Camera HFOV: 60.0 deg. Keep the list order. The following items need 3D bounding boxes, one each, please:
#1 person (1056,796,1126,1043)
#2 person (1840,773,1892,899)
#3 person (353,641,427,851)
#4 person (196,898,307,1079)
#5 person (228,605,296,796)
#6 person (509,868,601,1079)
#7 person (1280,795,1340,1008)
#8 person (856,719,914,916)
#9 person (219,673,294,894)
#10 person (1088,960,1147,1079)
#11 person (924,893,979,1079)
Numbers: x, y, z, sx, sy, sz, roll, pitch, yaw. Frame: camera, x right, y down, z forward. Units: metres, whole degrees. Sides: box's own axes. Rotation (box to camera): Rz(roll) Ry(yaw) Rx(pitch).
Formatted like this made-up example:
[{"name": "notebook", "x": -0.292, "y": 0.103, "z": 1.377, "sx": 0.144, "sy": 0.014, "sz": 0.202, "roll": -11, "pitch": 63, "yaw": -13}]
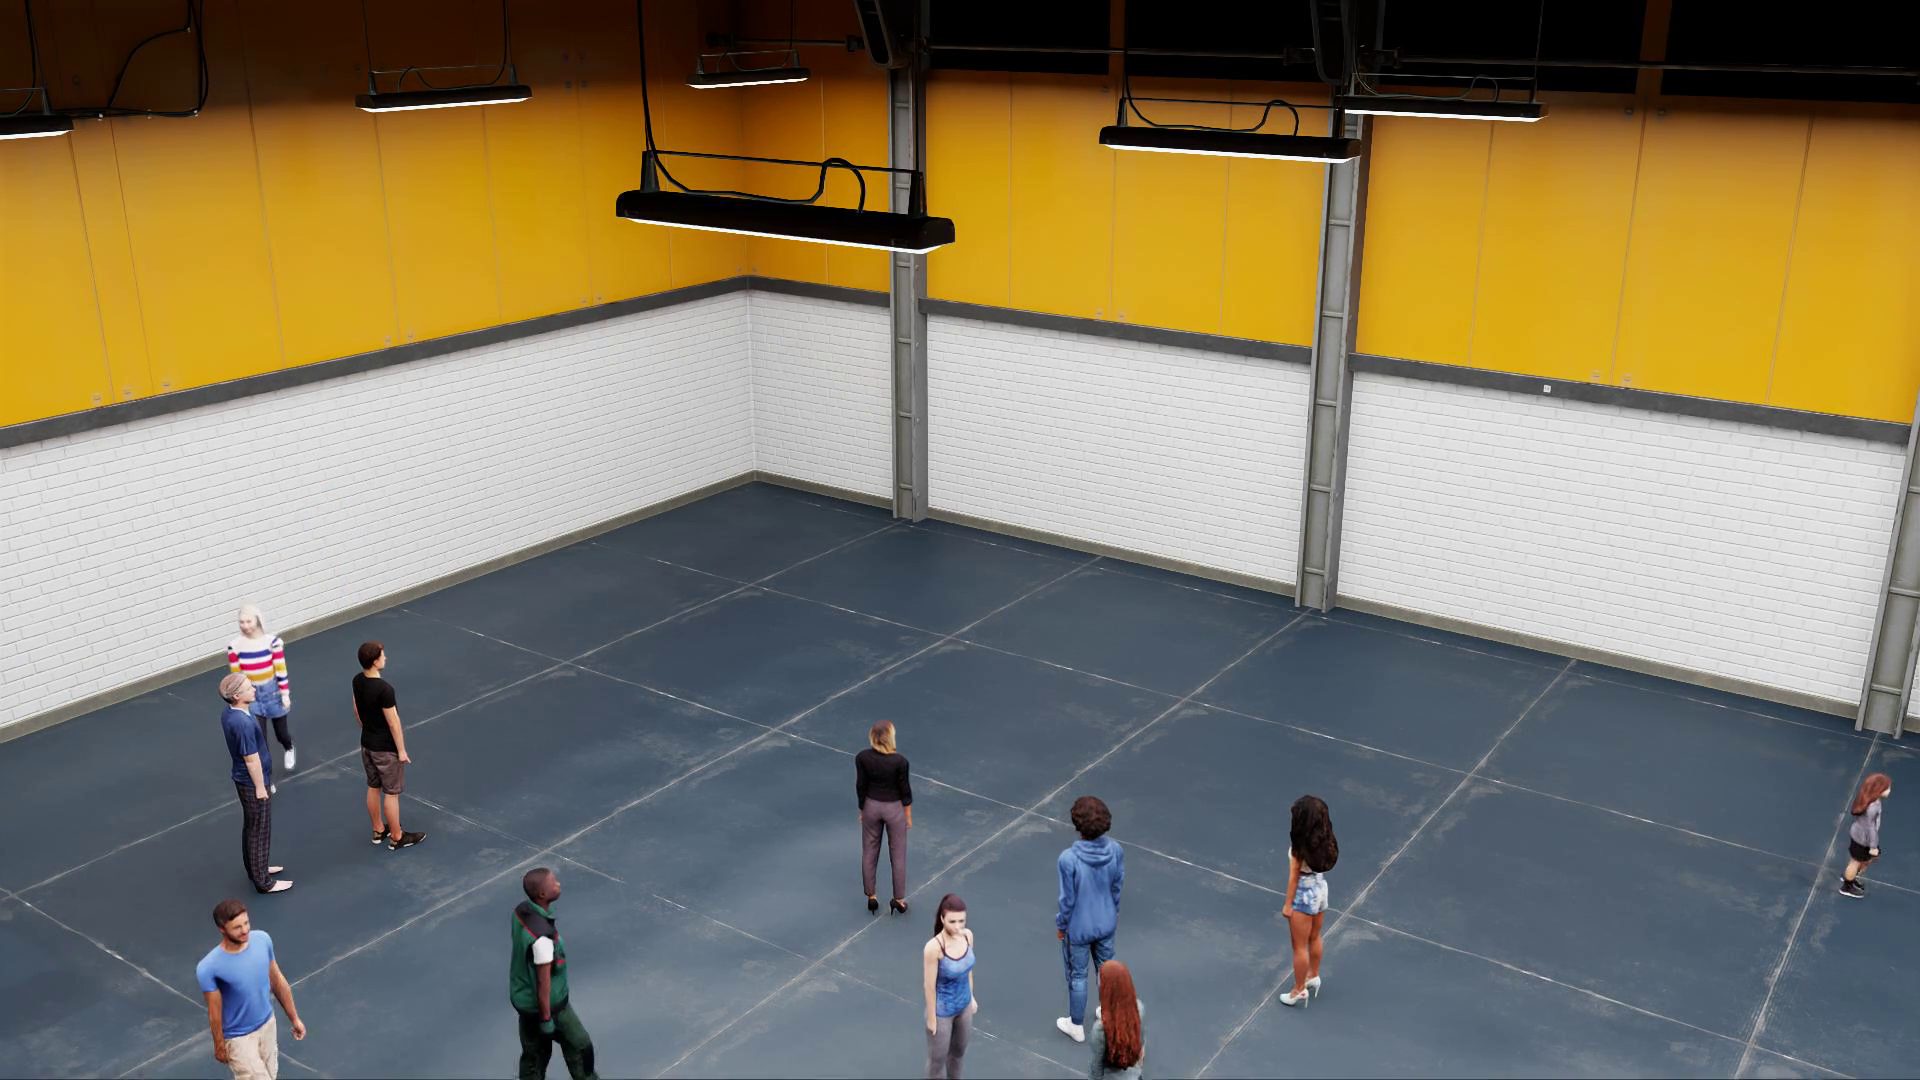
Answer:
[{"name": "person", "x": 0.894, "y": 2.615, "z": 11.519, "sx": 0.756, "sy": 1.809, "sz": 0.758, "roll": -8, "pitch": 20, "yaw": -21}, {"name": "person", "x": 7.225, "y": 2.357, "z": 13.395, "sx": 0.468, "sy": 1.100, "sz": 0.470, "roll": 12, "pitch": 22, "yaw": 31}, {"name": "person", "x": -4.916, "y": 1.721, "z": 14.092, "sx": 0.486, "sy": 1.861, "sz": 0.738, "roll": 13, "pitch": 22, "yaw": 33}, {"name": "person", "x": -4.464, "y": 3.012, "z": 10.294, "sx": 1.030, "sy": 1.839, "sz": 0.734, "roll": 9, "pitch": 21, "yaw": 24}, {"name": "person", "x": -6.287, "y": 1.415, "z": 15.116, "sx": 1.076, "sy": 1.787, "sz": 1.136, "roll": -3, "pitch": 19, "yaw": -9}, {"name": "person", "x": -2.726, "y": 2.940, "z": 10.540, "sx": 0.986, "sy": 1.818, "sz": 0.986, "roll": -11, "pitch": 21, "yaw": -29}, {"name": "person", "x": 2.486, "y": 2.580, "z": 11.916, "sx": 0.567, "sy": 1.621, "sz": 0.555, "roll": 14, "pitch": 23, "yaw": 35}, {"name": "person", "x": -0.597, "y": 2.176, "z": 13.038, "sx": 0.590, "sy": 1.671, "sz": 0.729, "roll": 4, "pitch": 19, "yaw": 12}, {"name": "person", "x": -5.720, "y": 1.938, "z": 13.432, "sx": 0.792, "sy": 1.872, "sz": 0.624, "roll": -11, "pitch": 22, "yaw": -30}, {"name": "person", "x": 0.975, "y": 3.283, "z": 9.680, "sx": 0.884, "sy": 1.717, "sz": 1.179, "roll": -13, "pitch": 23, "yaw": -34}, {"name": "person", "x": -0.069, "y": 3.003, "z": 10.679, "sx": 0.602, "sy": 1.609, "sz": 0.592, "roll": -17, "pitch": 25, "yaw": -41}]
